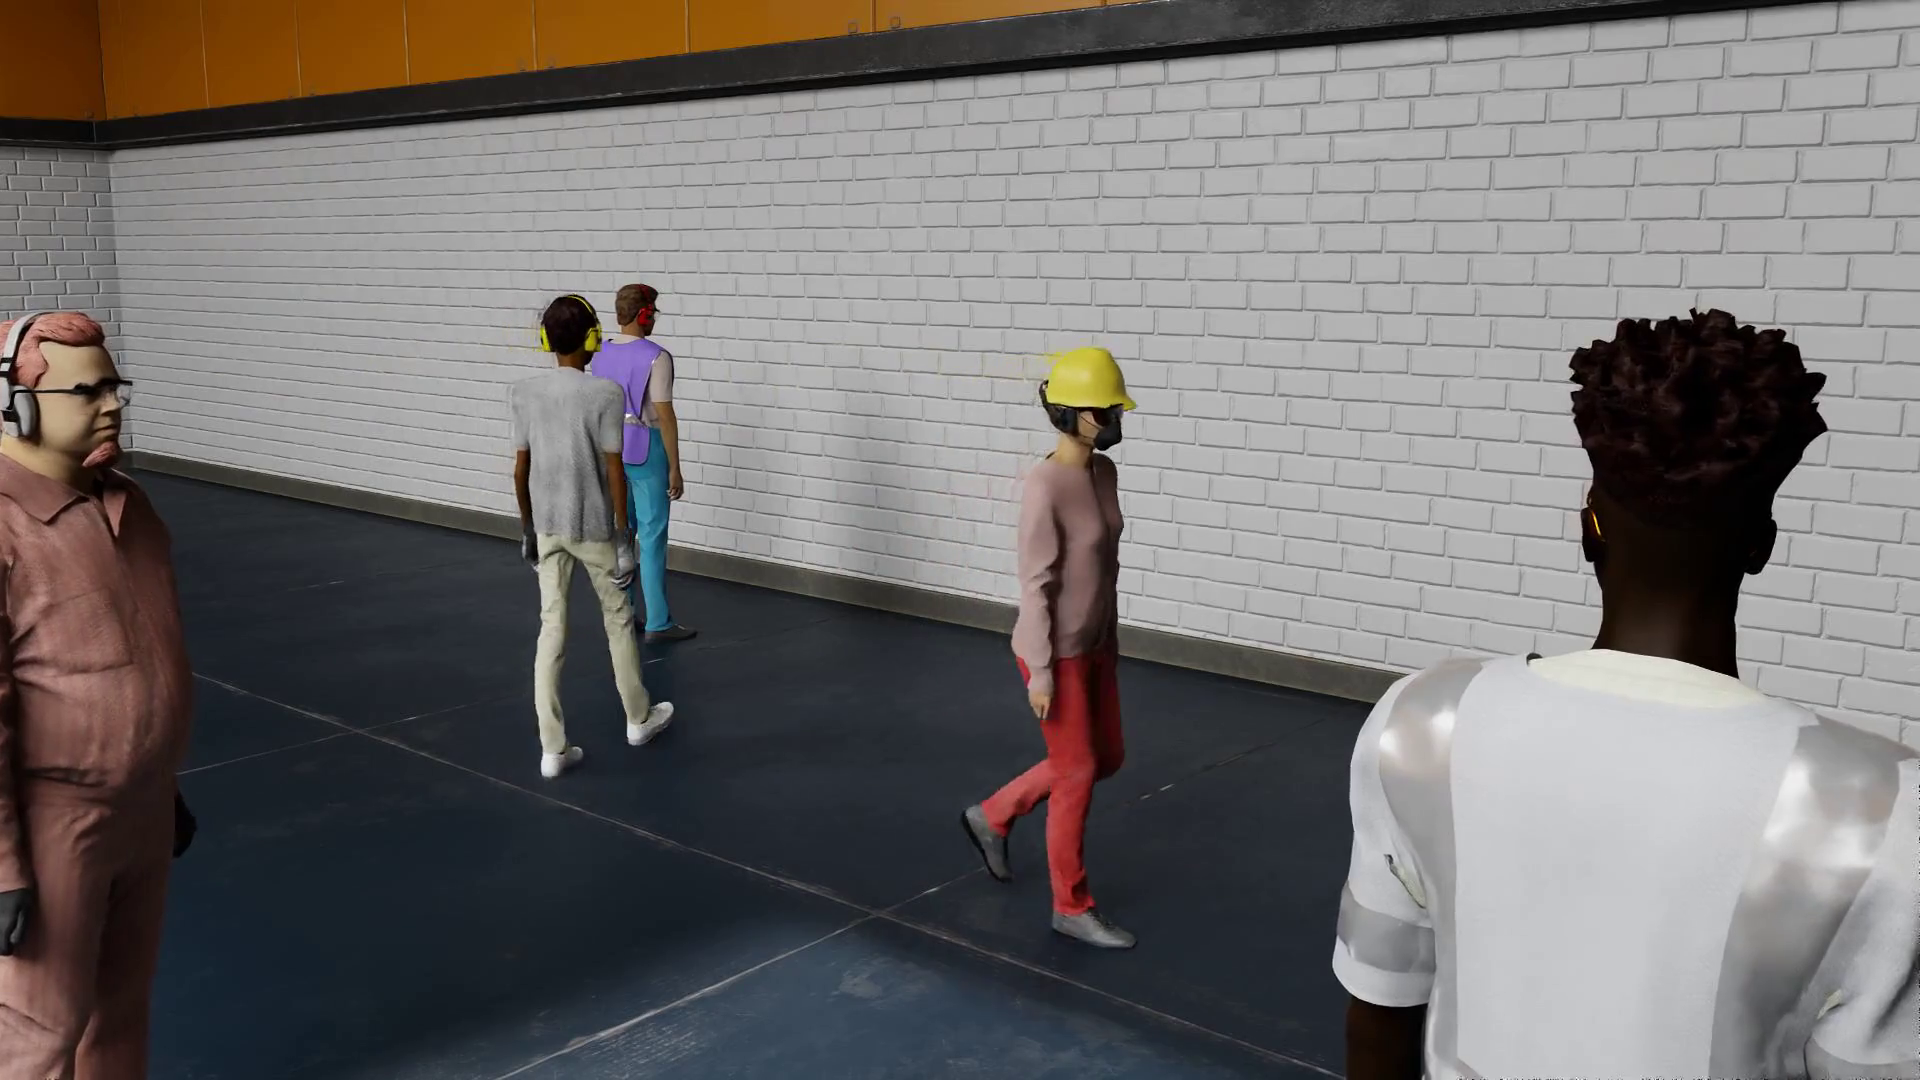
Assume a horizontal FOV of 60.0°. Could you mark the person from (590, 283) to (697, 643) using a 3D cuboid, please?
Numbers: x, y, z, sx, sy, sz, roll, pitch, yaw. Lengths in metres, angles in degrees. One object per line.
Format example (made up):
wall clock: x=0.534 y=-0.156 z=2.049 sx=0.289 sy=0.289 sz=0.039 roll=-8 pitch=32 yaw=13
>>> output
person: x=-1.658 y=-0.386 z=8.546 sx=0.567 sy=1.842 sz=0.389 roll=7 pitch=12 yaw=36

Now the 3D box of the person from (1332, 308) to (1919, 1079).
person: x=0.678 y=0.754 z=1.697 sx=0.613 sy=1.965 sz=0.361 roll=9 pitch=13 yaw=42

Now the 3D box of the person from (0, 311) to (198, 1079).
person: x=-1.659 y=0.524 z=3.177 sx=0.399 sy=1.909 sz=0.642 roll=1 pitch=10 yaw=3

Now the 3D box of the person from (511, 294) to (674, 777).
person: x=-1.453 y=-0.037 z=6.575 sx=0.562 sy=1.840 sz=0.819 roll=3 pitch=10 yaw=15

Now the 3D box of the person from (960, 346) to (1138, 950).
person: x=0.259 y=0.307 z=4.837 sx=0.538 sy=1.748 sz=0.546 roll=5 pitch=11 yaw=26
